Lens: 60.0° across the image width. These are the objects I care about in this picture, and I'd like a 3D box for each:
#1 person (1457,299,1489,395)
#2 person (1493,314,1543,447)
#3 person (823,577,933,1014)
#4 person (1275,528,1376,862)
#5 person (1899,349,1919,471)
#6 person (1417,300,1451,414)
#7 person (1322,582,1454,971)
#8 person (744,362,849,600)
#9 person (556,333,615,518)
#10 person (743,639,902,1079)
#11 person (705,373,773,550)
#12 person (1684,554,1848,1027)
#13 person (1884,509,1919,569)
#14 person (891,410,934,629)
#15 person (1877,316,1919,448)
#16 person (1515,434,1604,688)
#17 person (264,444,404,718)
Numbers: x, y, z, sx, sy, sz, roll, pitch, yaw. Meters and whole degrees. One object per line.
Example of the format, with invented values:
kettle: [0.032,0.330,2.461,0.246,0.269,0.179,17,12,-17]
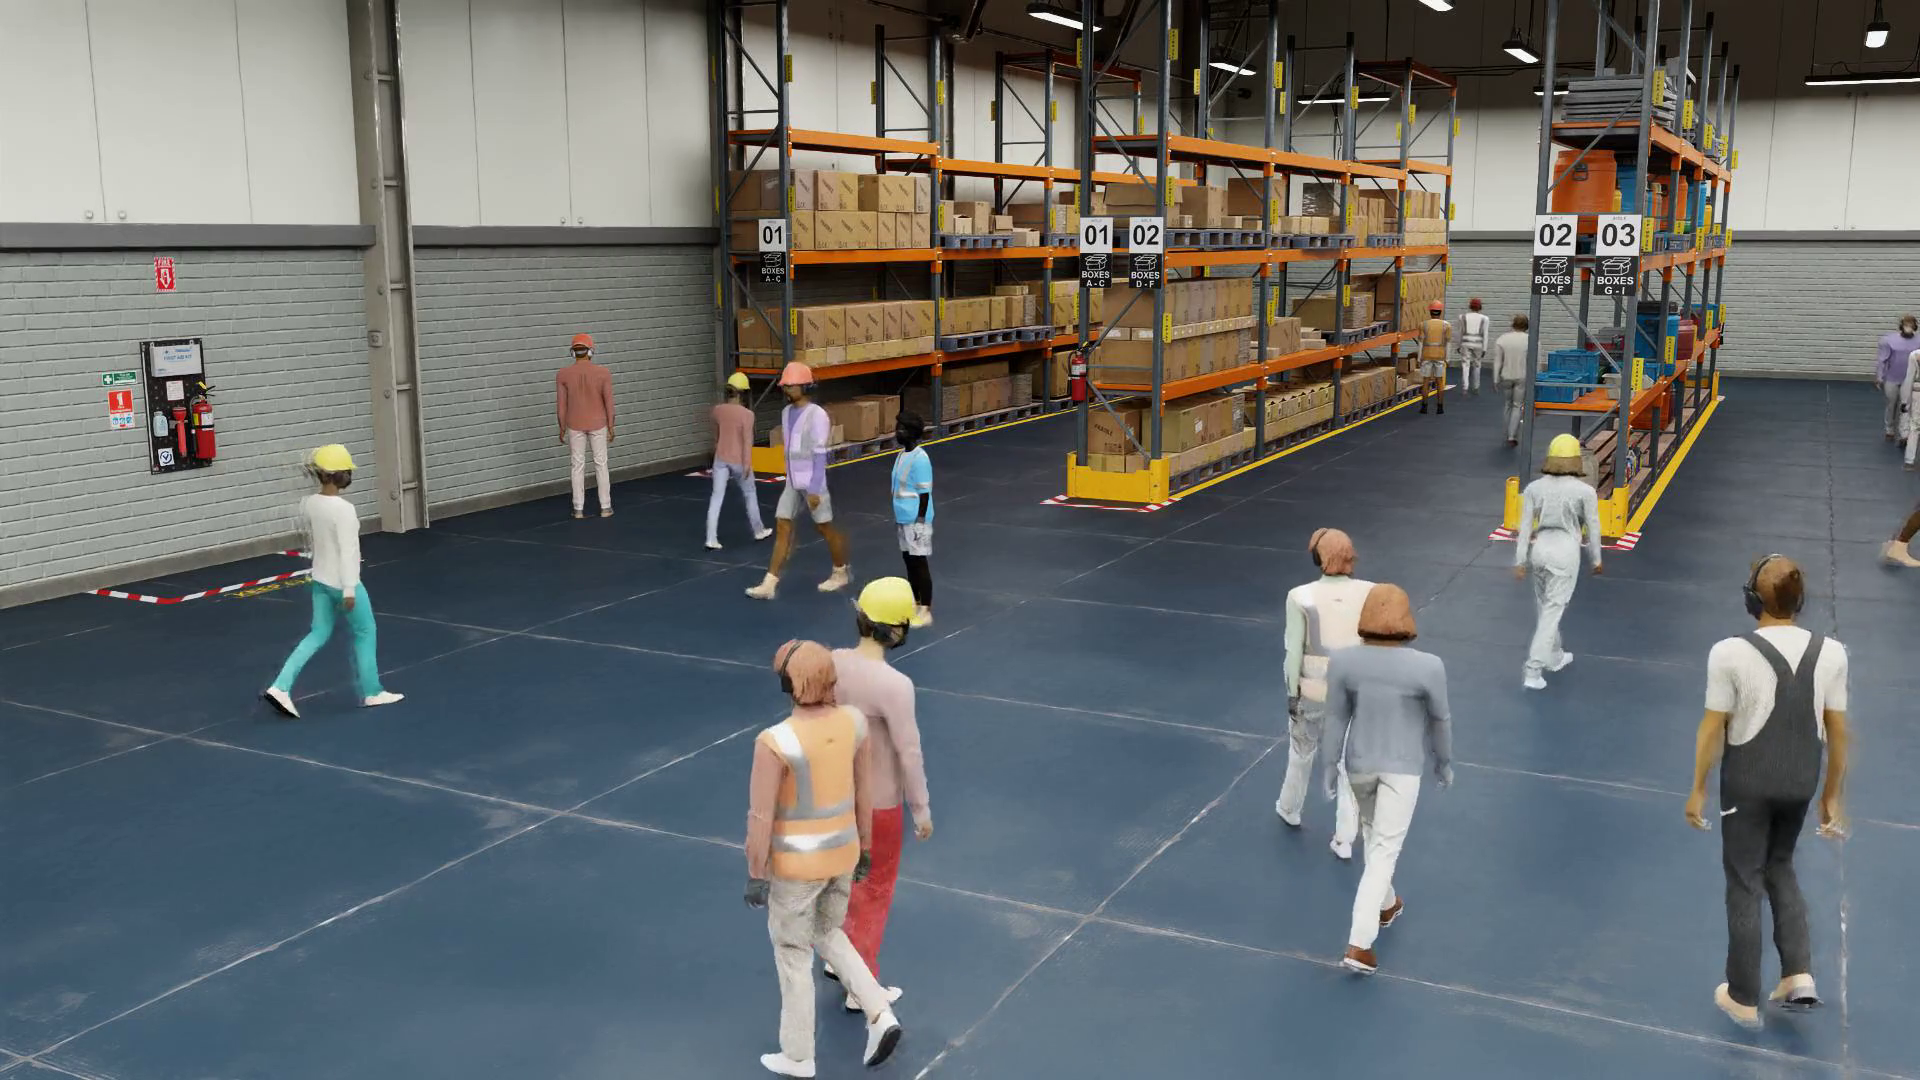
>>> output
person: [9.806,-3.695,31.838,0.581,1.835,1.005,4,11,20]
person: [8.107,-2.316,24.130,0.659,1.885,0.997,6,12,31]
person: [-0.329,0.993,6.499,0.406,1.736,0.571,-8,13,-37]
person: [1.832,0.733,8.298,0.516,1.604,0.794,0,10,-2]
person: [12.457,-1.808,21.403,0.616,1.878,0.370,3,11,16]
person: [8.073,-3.114,28.359,0.552,1.932,0.377,2,11,11]
person: [1.775,0.972,7.023,0.503,1.587,0.876,7,12,33]
person: [-1.335,-0.491,13.920,1.036,1.987,0.626,-9,14,-41]
person: [-4.024,-1.226,17.926,0.611,1.985,0.393,-2,11,-12]
person: [-0.485,1.162,5.904,0.453,1.626,0.531,9,14,40]
person: [-2.206,-0.777,16.247,0.525,1.708,0.956,5,12,25]
person: [3.092,0.965,6.404,0.524,1.831,0.400,-1,10,-3]
person: [8.952,-0.672,14.924,1.088,1.993,0.613,6,12,30]
person: [-0.376,-0.162,12.908,0.317,1.695,0.540,-4,11,-19]
person: [13.635,-2.302,24.093,0.636,1.893,1.035,6,12,28]
person: [4.056,0.134,11.295,0.891,1.698,0.493,-10,14,-43]
person: [-4.001,0.260,10.506,0.527,1.740,0.811,9,14,40]
